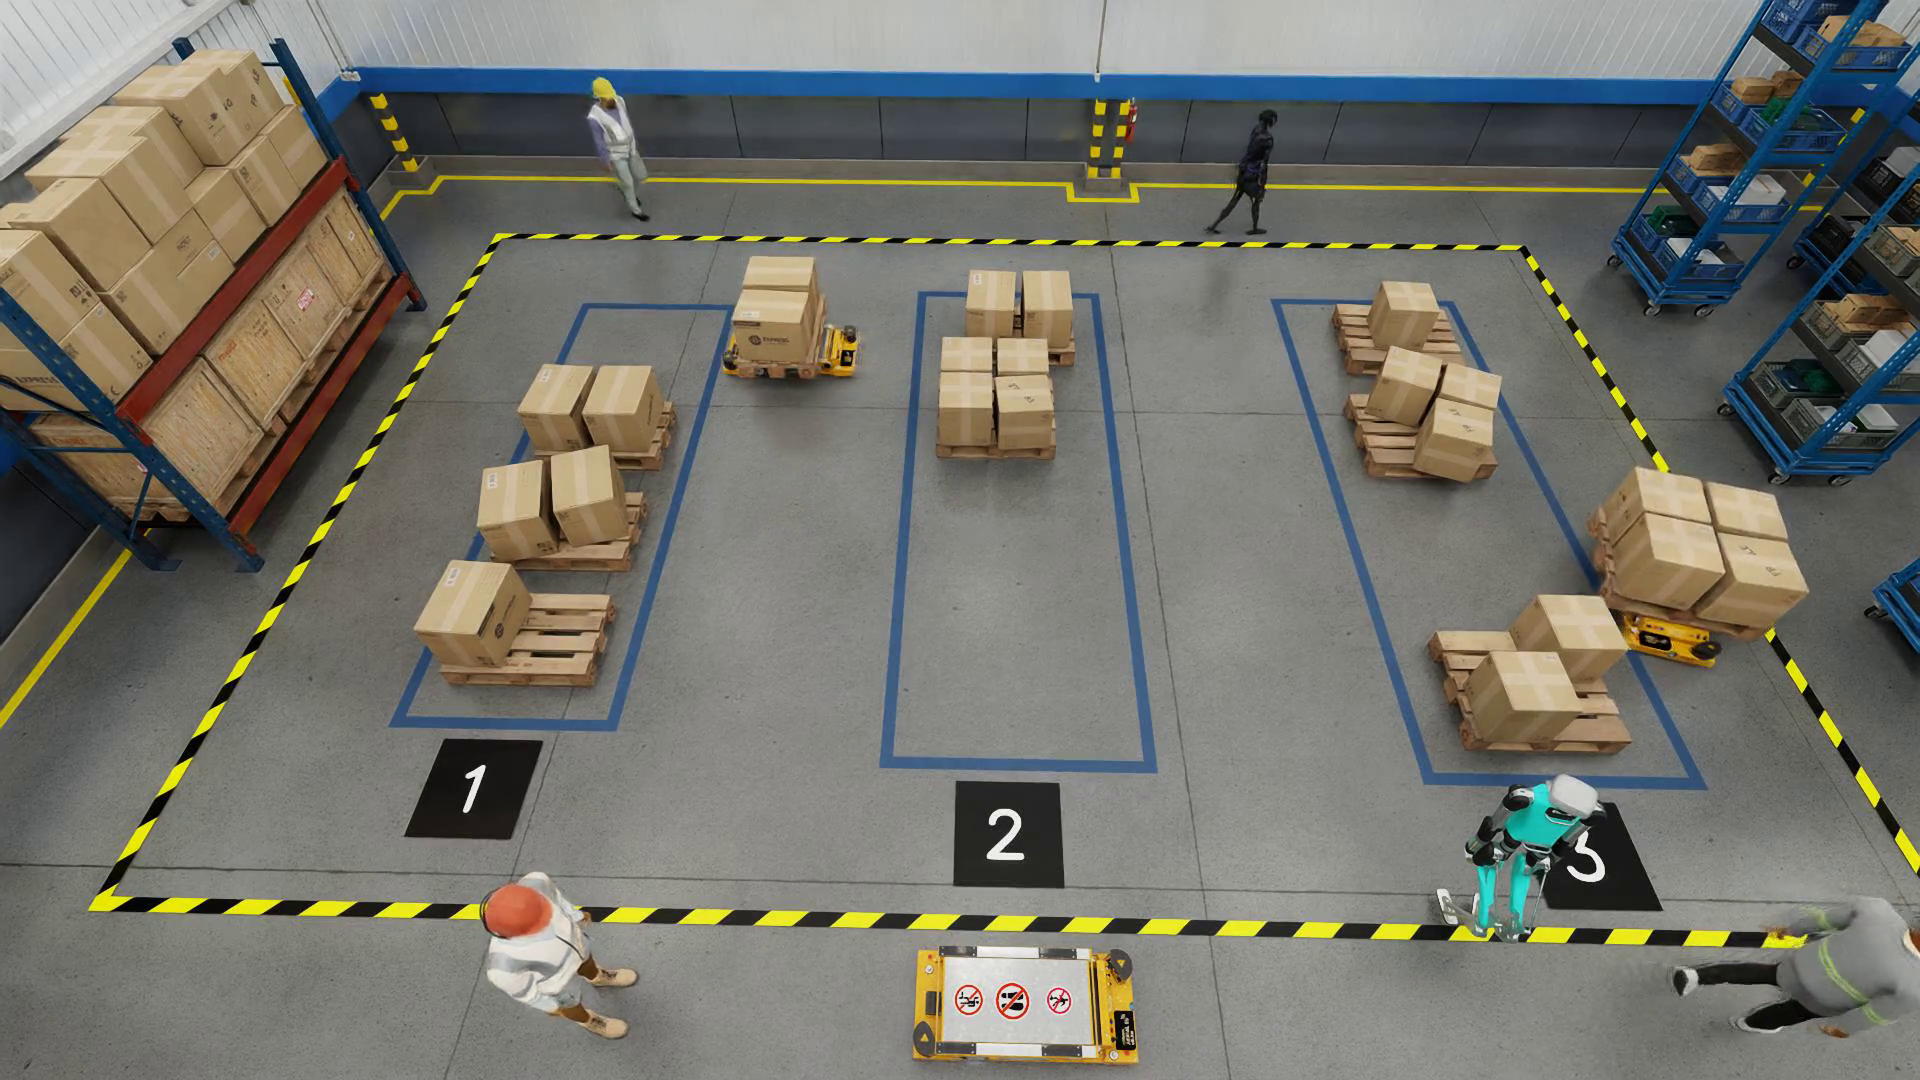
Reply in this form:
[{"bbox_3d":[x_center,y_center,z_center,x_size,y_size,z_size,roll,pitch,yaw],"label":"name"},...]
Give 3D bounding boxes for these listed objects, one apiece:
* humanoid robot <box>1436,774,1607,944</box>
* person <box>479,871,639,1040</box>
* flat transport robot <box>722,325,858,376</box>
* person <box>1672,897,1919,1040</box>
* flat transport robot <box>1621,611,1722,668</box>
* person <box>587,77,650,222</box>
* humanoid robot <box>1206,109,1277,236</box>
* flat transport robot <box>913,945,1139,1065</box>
[{"bbox_3d":[3.474,2.123,5.721,0.533,1.677,0.735,10,52,8],"label":"humanoid robot"},{"bbox_3d":[-2.314,2.438,5.363,0.406,2.031,0.607,2,51,1],"label":"person"},{"bbox_3d":[-1.881,-2.122,10.198,1.431,0.197,0.652,1,51,1],"label":"flat transport robot"},{"bbox_3d":[5.046,2.556,5.398,0.662,1.826,0.620,4,51,3],"label":"person"},{"bbox_3d":[6.213,0.417,8.128,0.652,0.197,1.431,13,52,11],"label":"flat transport robot"},{"bbox_3d":[-4.248,-4.872,11.458,0.440,1.812,0.609,22,54,17],"label":"person"},{"bbox_3d":[3.568,-4.492,11.280,0.782,1.645,0.600,-7,51,-6],"label":"humanoid robot"},{"bbox_3d":[0.422,3.041,6.007,1.431,0.231,0.659,1,51,1],"label":"flat transport robot"}]
